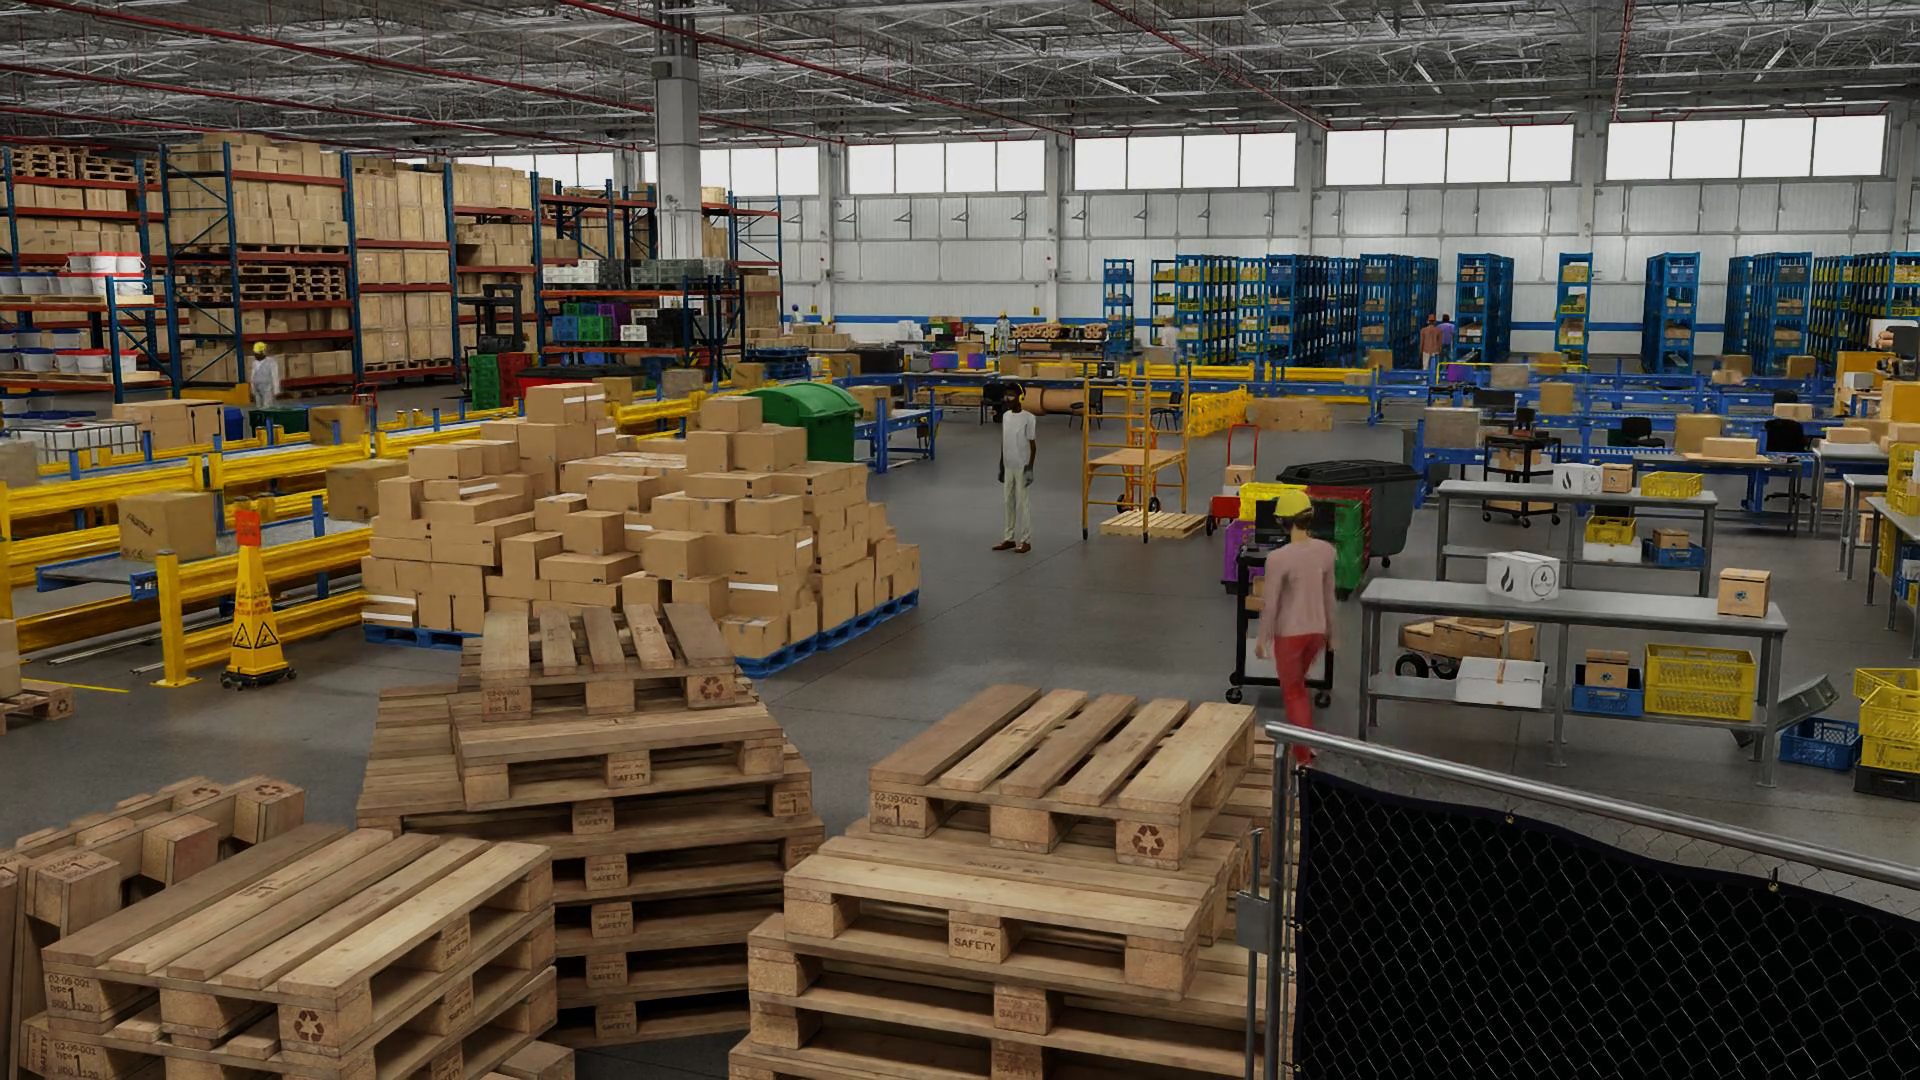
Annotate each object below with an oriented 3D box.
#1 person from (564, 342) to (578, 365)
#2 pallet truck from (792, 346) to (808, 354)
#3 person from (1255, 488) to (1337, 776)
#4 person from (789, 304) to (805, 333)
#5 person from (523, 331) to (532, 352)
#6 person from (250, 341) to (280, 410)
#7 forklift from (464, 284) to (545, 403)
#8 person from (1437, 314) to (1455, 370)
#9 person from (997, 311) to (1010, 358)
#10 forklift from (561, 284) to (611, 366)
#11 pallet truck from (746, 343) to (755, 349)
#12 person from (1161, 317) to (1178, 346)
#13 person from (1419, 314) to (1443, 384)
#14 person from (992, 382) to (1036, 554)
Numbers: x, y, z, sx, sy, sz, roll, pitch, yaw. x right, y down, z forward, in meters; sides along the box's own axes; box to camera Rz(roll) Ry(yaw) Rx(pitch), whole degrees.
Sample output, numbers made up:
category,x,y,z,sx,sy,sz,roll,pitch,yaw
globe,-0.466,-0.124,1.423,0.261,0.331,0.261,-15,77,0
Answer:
category,x,y,z,sx,sy,sz,roll,pitch,yaw
person,-8.723,-3.700,37.155,0.885,1.641,0.548,-5,10,-28
pallet truck,-3.705,-4.298,42.022,0.653,1.274,1.630,3,10,20
person,2.023,0.557,10.104,0.560,1.745,0.485,-6,11,-32
person,-6.385,-8.334,65.542,0.974,1.890,0.626,9,13,44
person,-11.023,-4.462,42.026,0.522,1.617,0.479,7,11,37
person,-12.870,-2.762,30.745,0.616,1.817,0.421,4,10,23
forklift,-10.832,-4.702,39.610,1.129,2.768,1.873,3,10,20
person,14.804,-5.959,50.729,0.570,1.849,0.380,0,9,1
person,1.586,-7.505,60.807,0.480,1.733,0.336,-1,9,-8
forklift,-10.666,-6.066,48.180,1.129,2.768,1.873,3,10,20
pallet truck,-6.183,-4.618,44.264,1.601,1.201,0.680,-9,12,-43
person,5.674,-5.210,45.969,0.658,1.868,0.875,-9,12,-43
person,12.645,-5.071,44.697,0.625,1.992,0.386,1,9,6
person,0.607,-0.785,18.177,0.328,1.873,0.517,-8,12,-43
